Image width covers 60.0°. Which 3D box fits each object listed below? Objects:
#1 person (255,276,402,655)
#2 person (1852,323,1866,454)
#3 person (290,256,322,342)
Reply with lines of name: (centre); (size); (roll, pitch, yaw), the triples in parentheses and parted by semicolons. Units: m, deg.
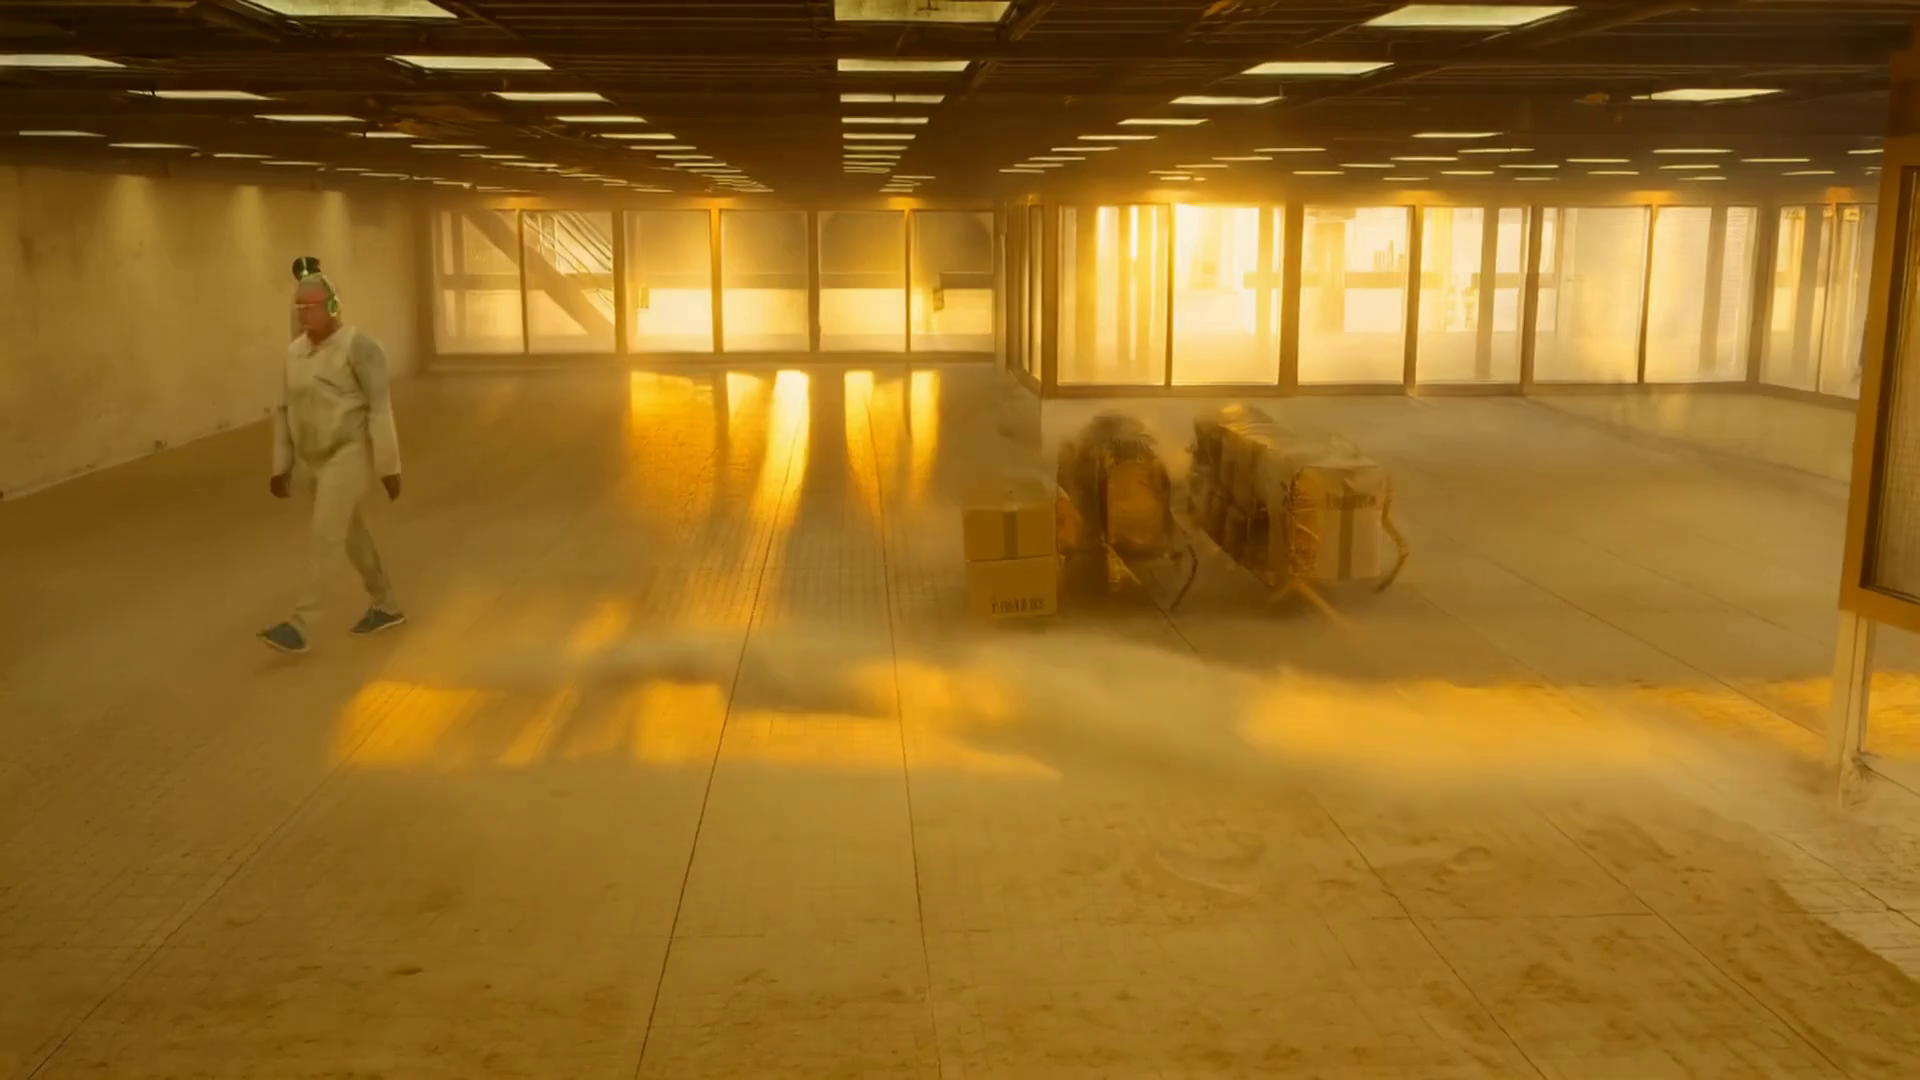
person: (-3.207, -0.373, 8.312); (0.674, 1.855, 0.997); (6, 12, 30)
person: (8.526, -1.548, 15.316); (0.540, 1.612, 0.581); (-7, 13, -35)
person: (-5.805, -1.600, 14.924); (0.328, 1.872, 0.508); (-6, 12, -29)
